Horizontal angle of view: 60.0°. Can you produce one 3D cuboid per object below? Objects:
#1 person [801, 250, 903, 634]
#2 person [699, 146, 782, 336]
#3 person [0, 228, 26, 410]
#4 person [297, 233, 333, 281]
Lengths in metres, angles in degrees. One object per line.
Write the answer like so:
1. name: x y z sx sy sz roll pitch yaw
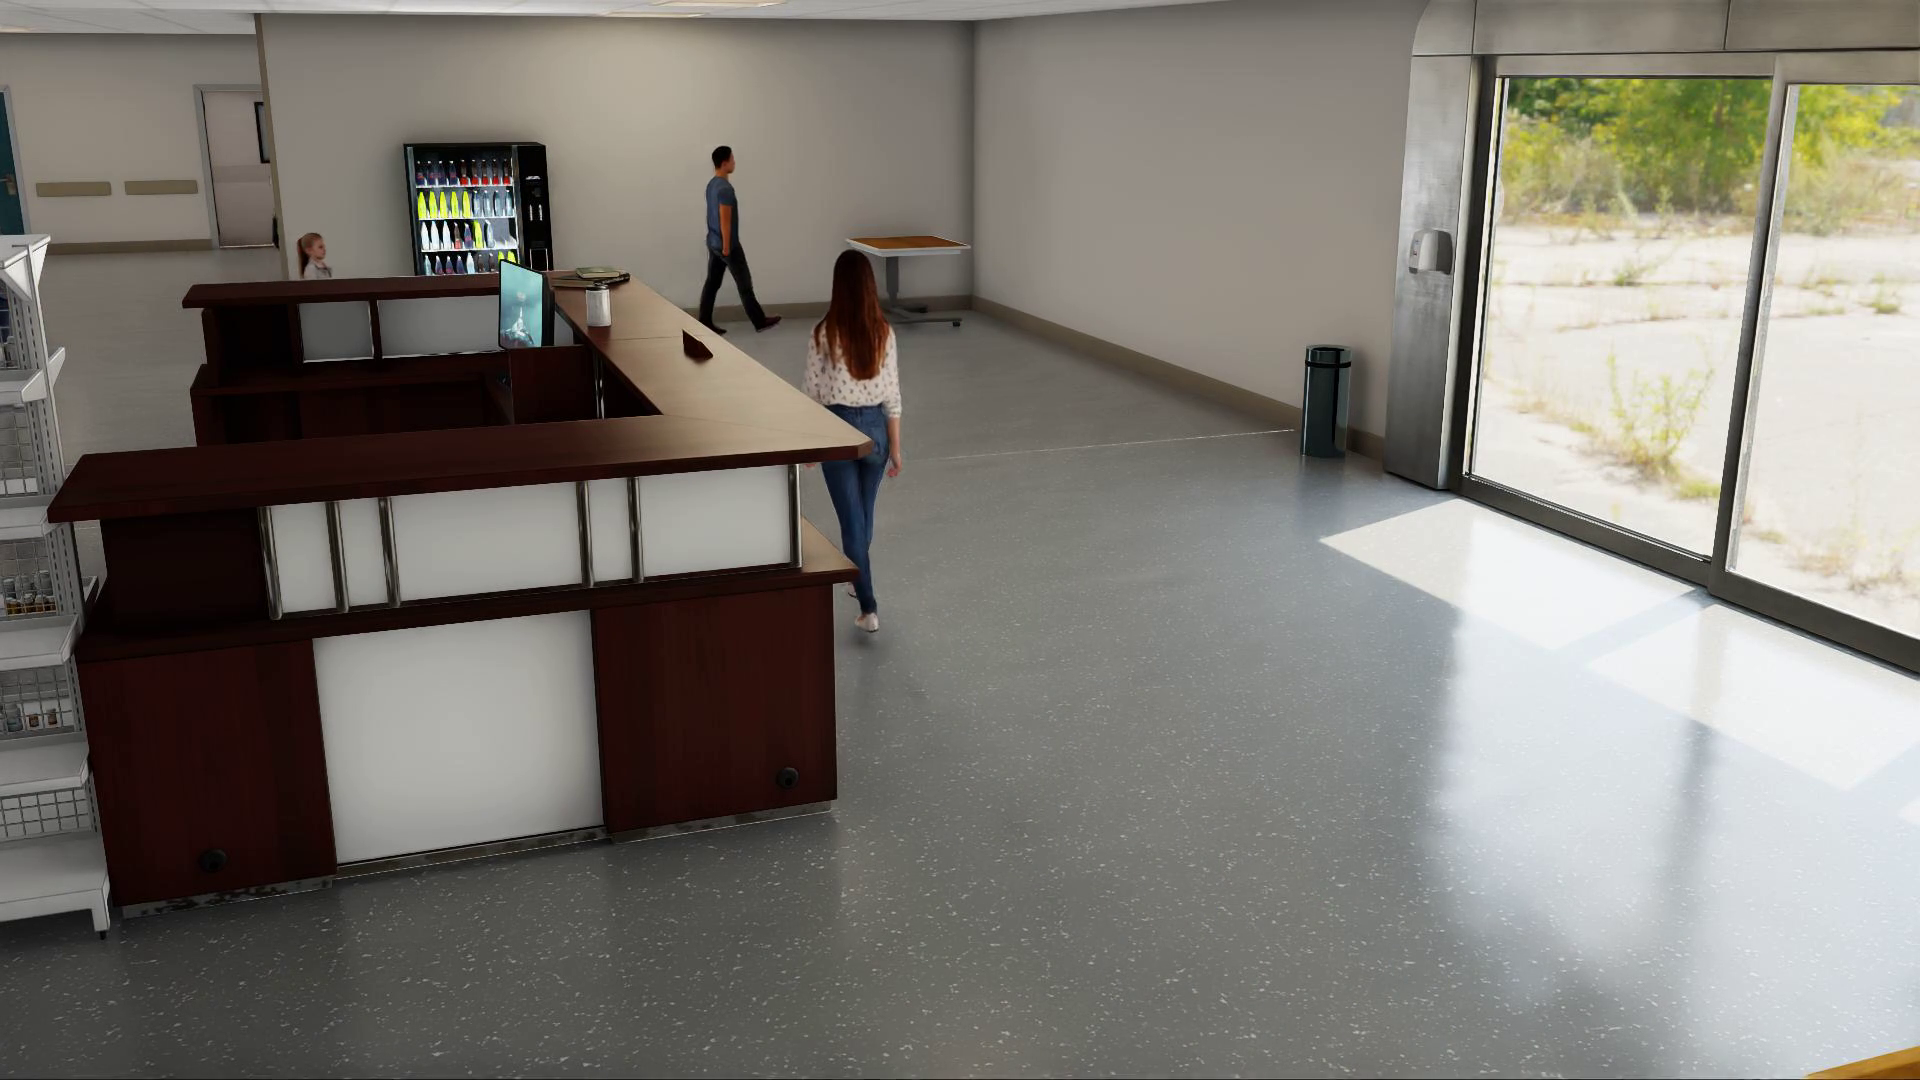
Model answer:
1. person: -0.461 -0.405 7.479 1.047 1.686 0.684 -5 16 -16
2. person: -2.337 -2.825 15.885 1.076 1.784 0.782 -9 18 -29
3. person: -7.342 -1.833 12.463 0.746 1.731 0.621 14 21 41
4. person: -5.093 -1.776 13.111 0.833 1.263 0.673 1 16 2
